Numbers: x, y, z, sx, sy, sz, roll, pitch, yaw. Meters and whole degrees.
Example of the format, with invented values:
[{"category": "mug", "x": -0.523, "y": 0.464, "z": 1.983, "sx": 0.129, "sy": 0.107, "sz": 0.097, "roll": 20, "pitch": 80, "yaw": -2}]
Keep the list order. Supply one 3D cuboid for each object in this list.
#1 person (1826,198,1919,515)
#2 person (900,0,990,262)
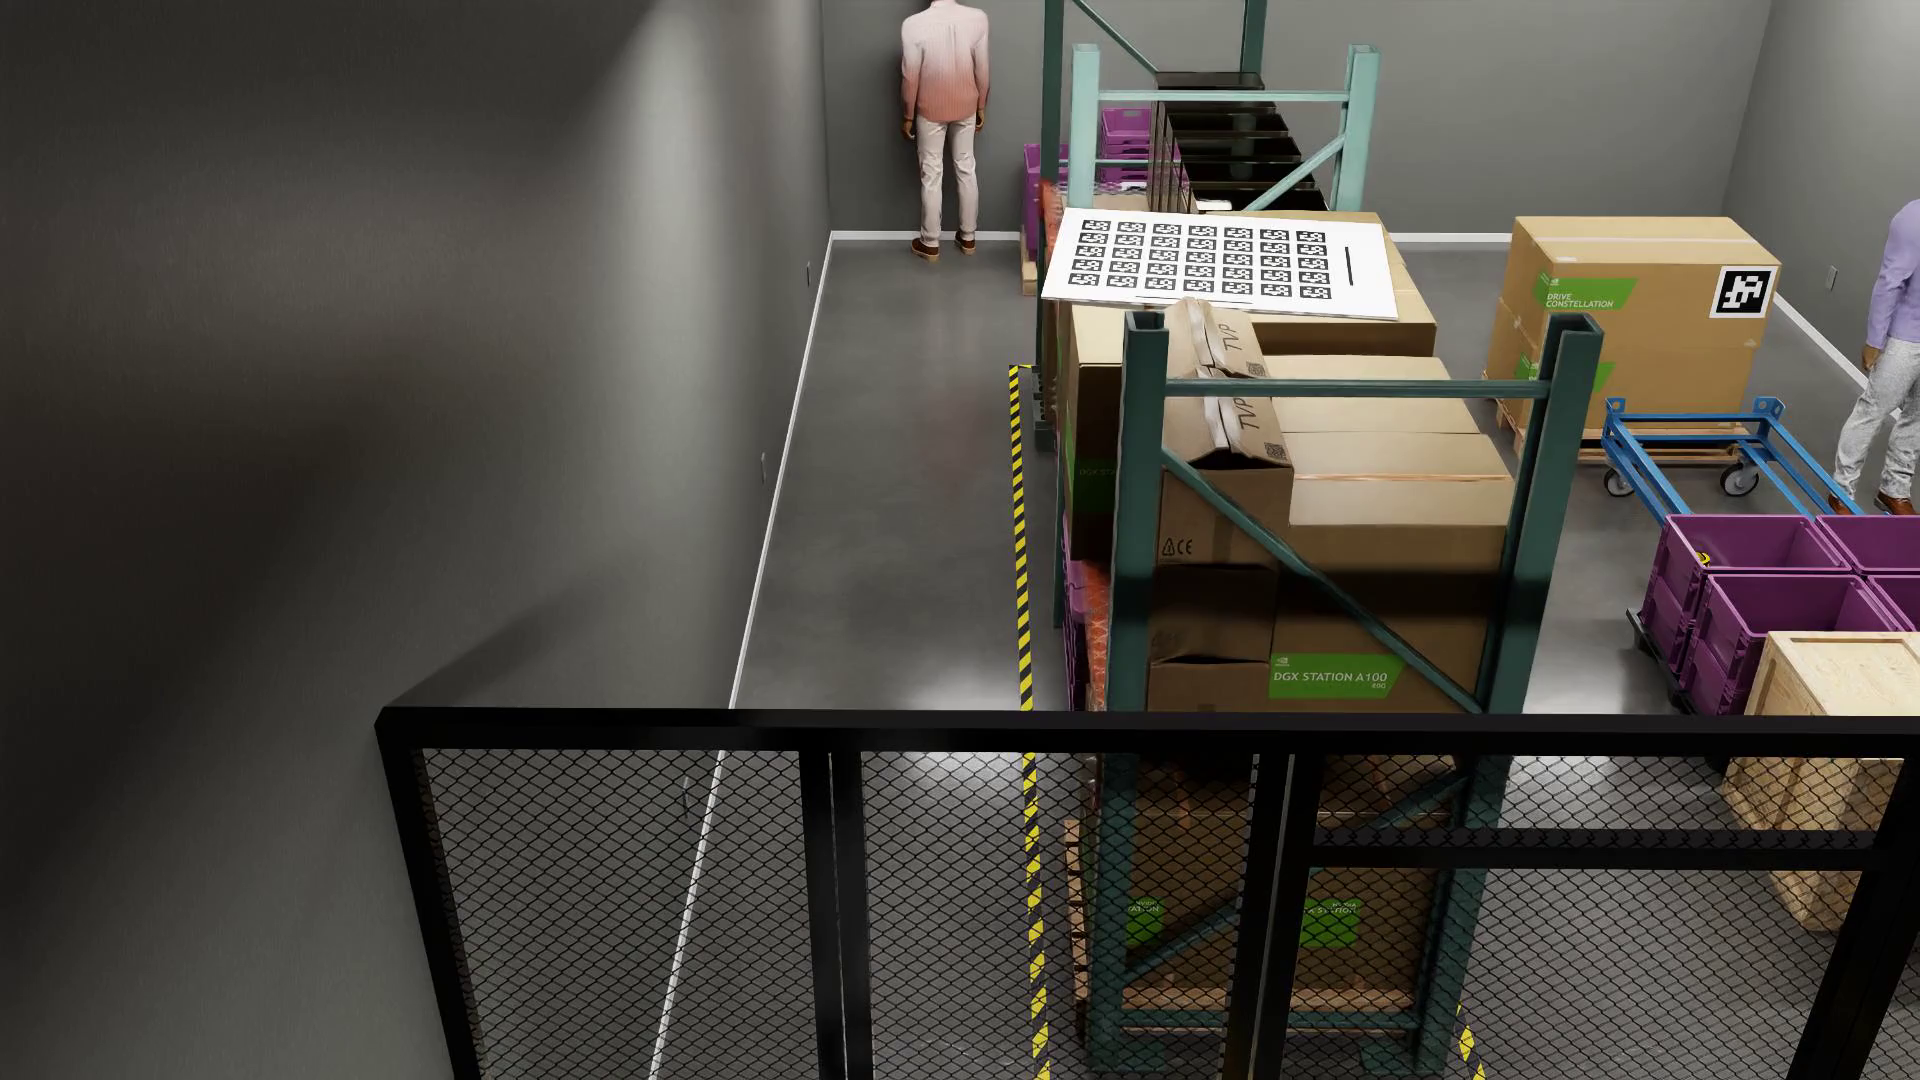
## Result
[{"category": "person", "x": 4.537, "y": -0.942, "z": 7.783, "sx": 0.627, "sy": 1.938, "sz": 0.371, "roll": -1, "pitch": 31, "yaw": -1}, {"category": "person", "x": -0.102, "y": -2.811, "z": 10.830, "sx": 0.612, "sy": 1.995, "sz": 0.378, "roll": -13, "pitch": 33, "yaw": -20}]
